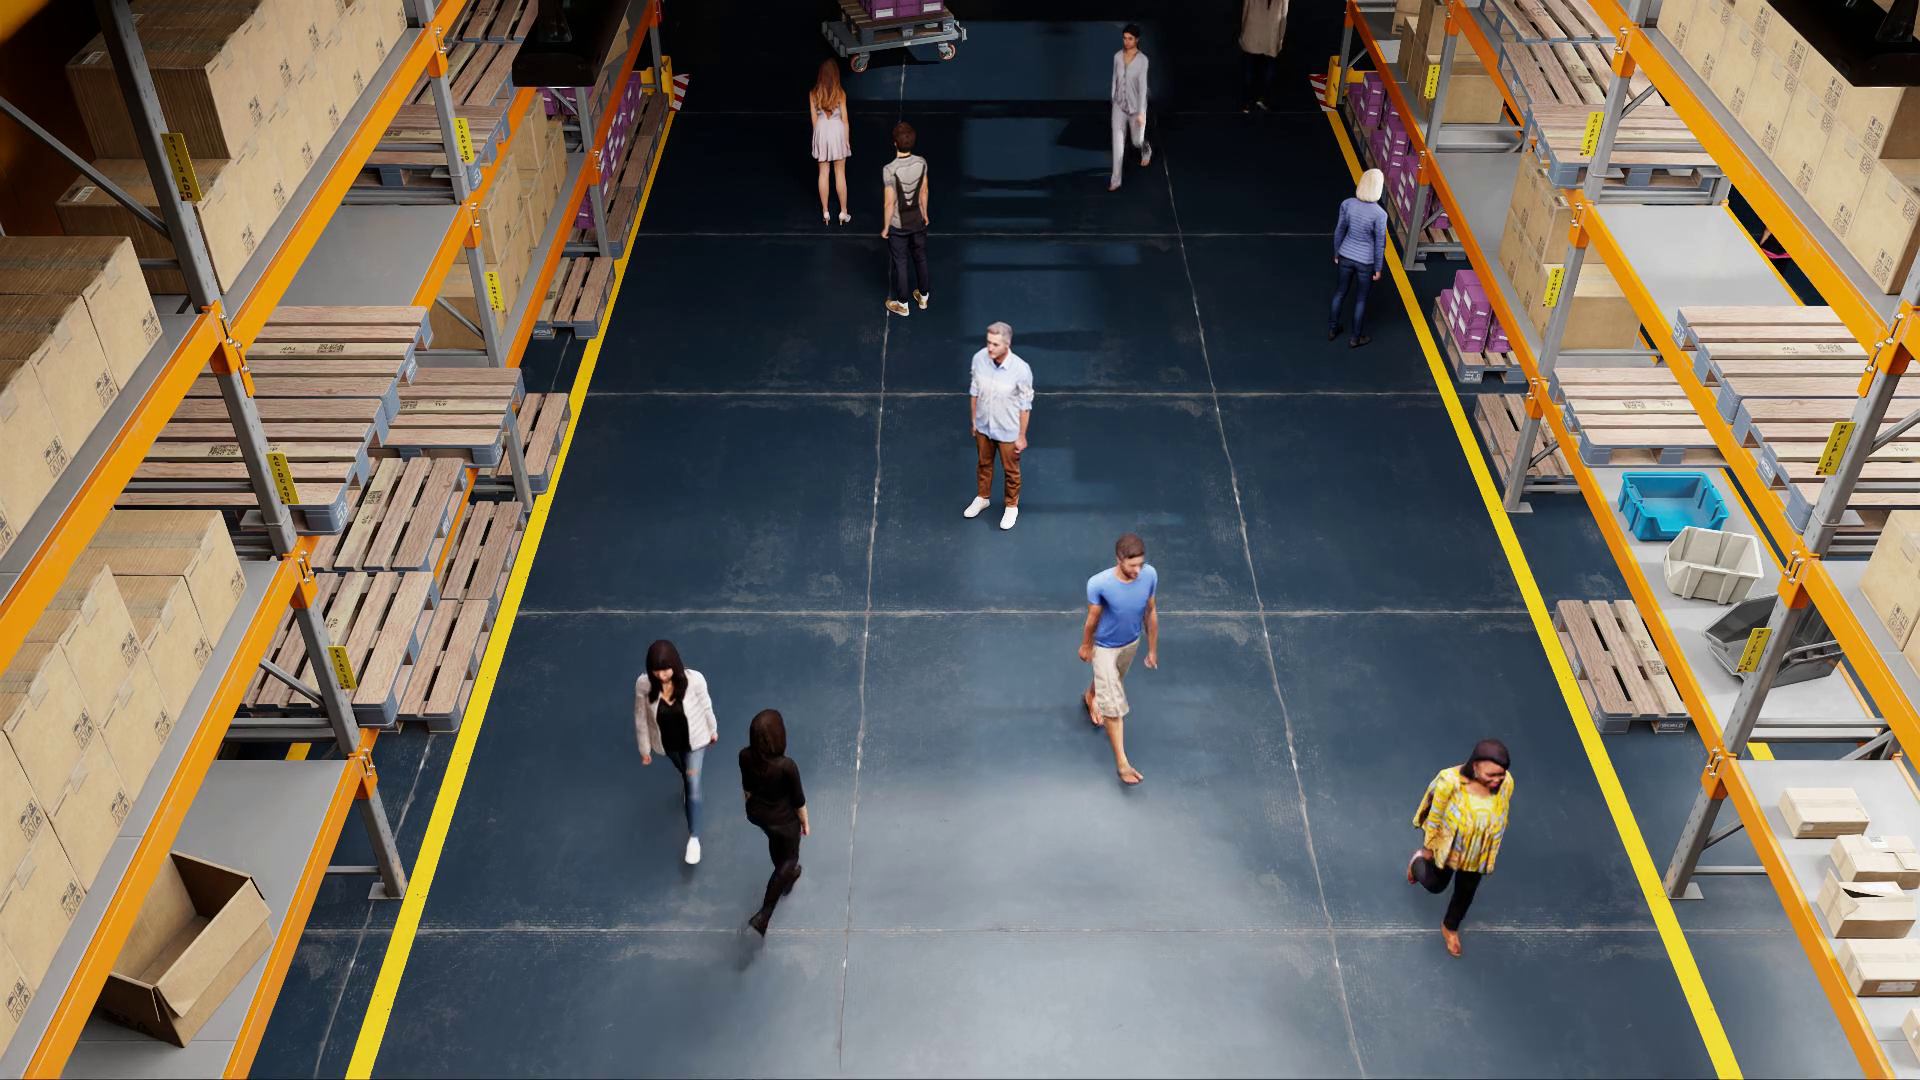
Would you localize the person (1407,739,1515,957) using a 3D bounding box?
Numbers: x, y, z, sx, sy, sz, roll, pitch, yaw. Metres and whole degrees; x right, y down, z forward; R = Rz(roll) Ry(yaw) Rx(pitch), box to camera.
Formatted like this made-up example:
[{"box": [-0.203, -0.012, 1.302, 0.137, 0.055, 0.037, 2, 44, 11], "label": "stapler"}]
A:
[{"box": [2.936, 1.740, 9.864, 0.737, 1.640, 0.913, -4, 39, -5], "label": "person"}]

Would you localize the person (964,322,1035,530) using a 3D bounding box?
[{"box": [0.309, -0.928, 13.054, 0.769, 1.827, 0.761, 19, 42, 22], "label": "person"}]

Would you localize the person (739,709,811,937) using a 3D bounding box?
[{"box": [-1.141, 1.693, 9.935, 0.818, 1.624, 1.031, 15, 41, 18], "label": "person"}]

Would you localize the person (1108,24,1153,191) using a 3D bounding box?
[{"box": [1.859, -4.652, 17.781, 0.928, 1.747, 1.119, 20, 43, 23], "label": "person"}]

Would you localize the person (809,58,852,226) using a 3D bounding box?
[{"box": [-1.329, -4.069, 17.034, 0.586, 1.768, 0.603, 4, 39, 5], "label": "person"}]

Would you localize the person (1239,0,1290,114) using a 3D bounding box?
[{"box": [3.452, -5.783, 19.087, 0.793, 1.884, 0.815, 10, 40, 12], "label": "person"}]

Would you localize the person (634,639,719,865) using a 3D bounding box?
[{"box": [-1.788, 1.197, 10.585, 0.629, 1.588, 1.038, -1, 39, -1], "label": "person"}]

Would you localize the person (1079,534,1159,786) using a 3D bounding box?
[{"box": [1.000, 0.630, 11.111, 0.989, 1.817, 1.324, -15, 41, -17], "label": "person"}]

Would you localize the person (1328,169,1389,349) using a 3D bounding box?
[{"box": [3.635, -2.580, 15.189, 0.718, 1.743, 0.762, 29, 47, 31], "label": "person"}]

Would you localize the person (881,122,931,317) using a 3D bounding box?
[{"box": [-0.505, -3.004, 15.599, 0.729, 1.894, 0.729, -21, 43, -24], "label": "person"}]
